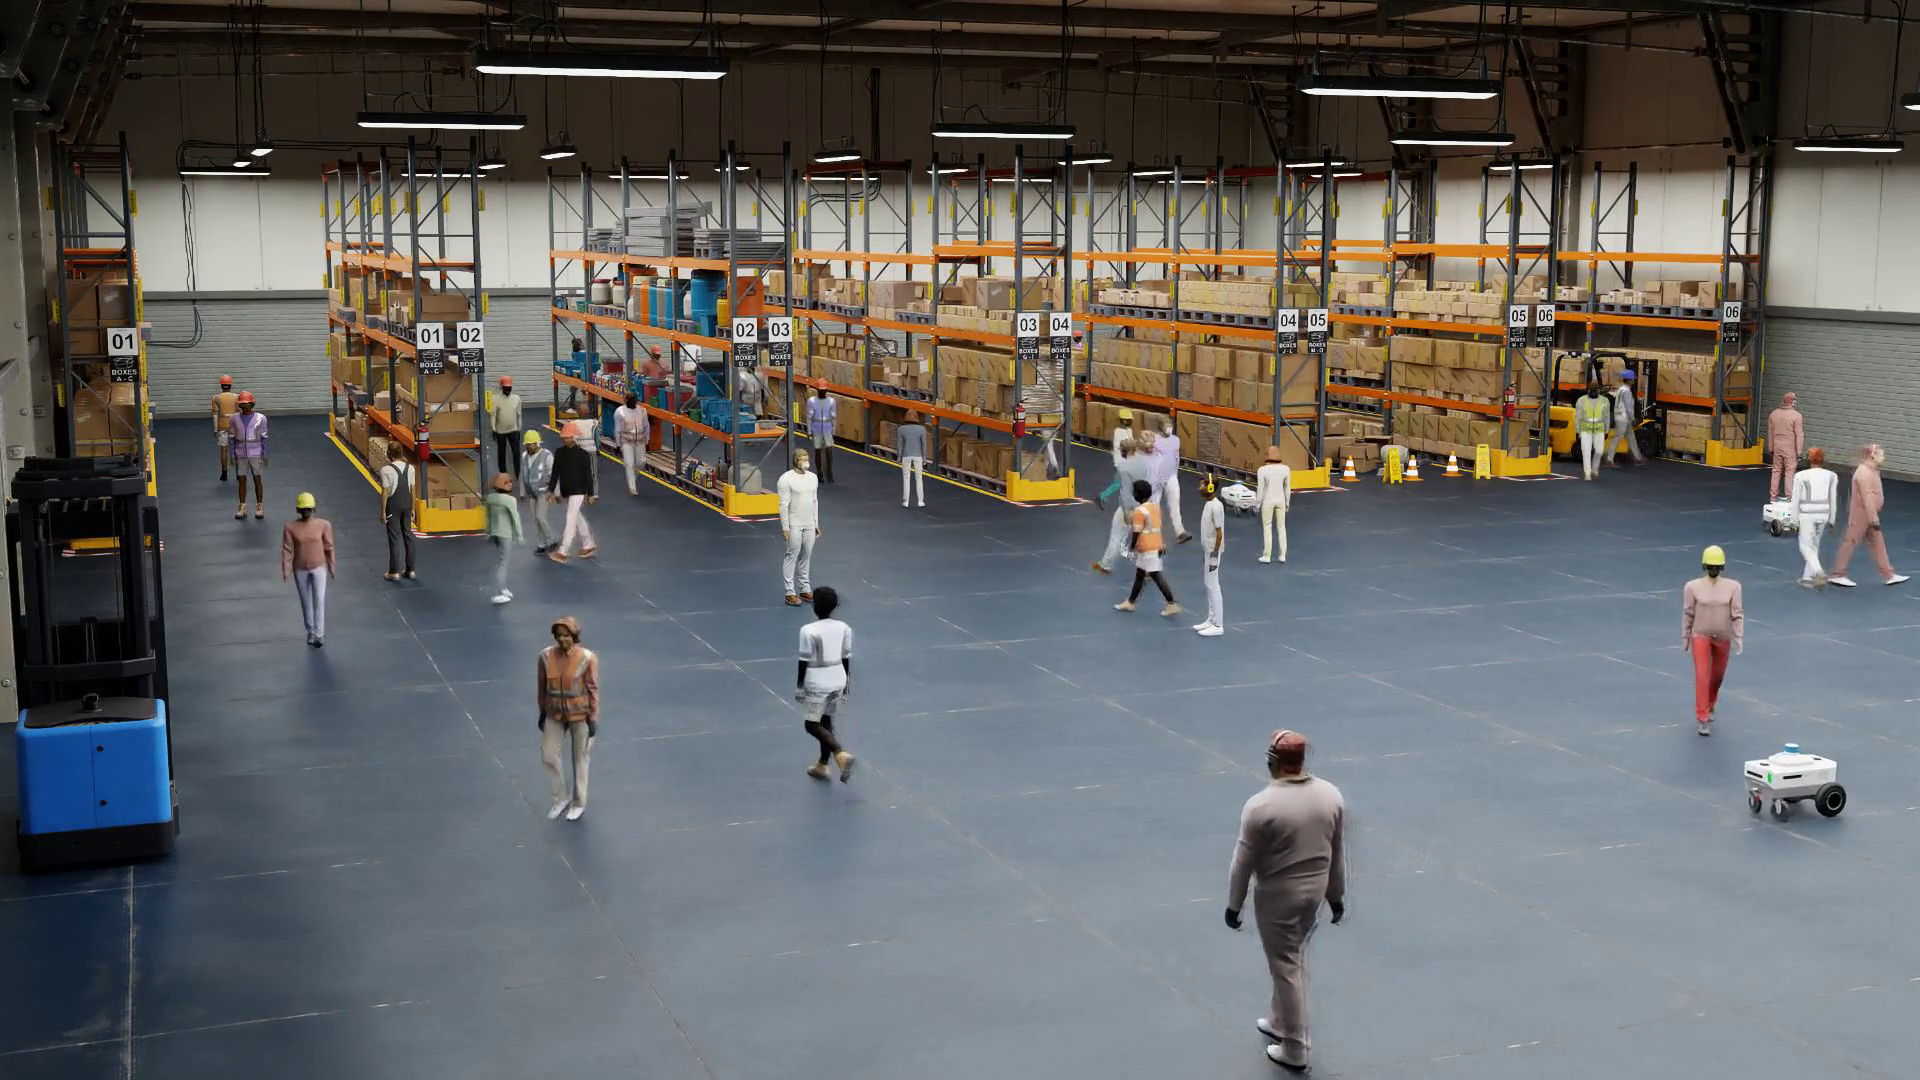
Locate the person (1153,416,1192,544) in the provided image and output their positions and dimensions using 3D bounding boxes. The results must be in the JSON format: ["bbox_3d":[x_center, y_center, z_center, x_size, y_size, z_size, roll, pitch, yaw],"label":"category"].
[{"bbox_3d":[3.033,-0.885,30.927,0.655,1.880,1.030,-5,10,-30],"label":"person"}]

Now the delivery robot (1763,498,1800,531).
[{"bbox_3d":[12.548,-0.398,31.919,0.477,0.478,0.707,-1,8,-4],"label":"delivery robot"}]

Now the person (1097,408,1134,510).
[{"bbox_3d":[2.593,-1.276,34.010,0.594,1.746,0.527,5,10,31],"label":"person"}]

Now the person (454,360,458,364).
[{"bbox_3d":[-10.706,-2.924,44.689,0.589,1.834,0.403,-6,10,-34],"label":"person"}]

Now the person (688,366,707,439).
[{"bbox_3d":[-5.798,-3.053,46.262,0.526,1.625,0.552,-5,10,-31],"label":"person"}]

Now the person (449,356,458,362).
[{"bbox_3d":[-12.235,-3.854,50.766,0.518,1.874,0.327,-4,9,-26],"label":"person"}]

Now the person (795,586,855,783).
[{"bbox_3d":[-1.093,1.221,17.563,0.644,1.673,0.537,8,12,43],"label":"person"}]

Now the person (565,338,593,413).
[{"bbox_3d":[-9.578,-4.163,52.790,0.599,1.888,0.903,6,10,35],"label":"person"}]

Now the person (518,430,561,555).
[{"bbox_3d":[-6.020,-0.675,29.829,0.602,1.803,0.452,6,10,33],"label":"person"}]

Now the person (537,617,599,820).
[{"bbox_3d":[-3.092,1.413,16.440,0.546,1.620,0.454,2,9,12],"label":"person"}]

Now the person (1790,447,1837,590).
[{"bbox_3d":[11.015,-0.272,26.956,0.584,1.859,0.806,-1,9,-6],"label":"person"}]

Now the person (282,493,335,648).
[{"bbox_3d":[-7.237,0.343,23.244,0.552,1.718,0.880,-2,9,-11],"label":"person"}]

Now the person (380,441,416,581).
[{"bbox_3d":[-7.459,-0.394,27.813,0.332,1.842,0.507,7,11,41],"label":"person"}]

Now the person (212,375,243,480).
[{"bbox_3d":[-13.535,-2.082,38.738,0.548,1.935,0.365,-4,9,-23],"label":"person"}]

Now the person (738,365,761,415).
[{"bbox_3d":[-4.800,-3.410,47.744,0.595,1.897,0.852,-2,9,-16],"label":"person"}]

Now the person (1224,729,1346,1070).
[{"bbox_3d":[1.768,1.981,11.798,0.680,1.880,0.756,-5,10,-29],"label":"person"}]

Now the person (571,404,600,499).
[{"bbox_3d":[-6.410,-1.504,35.858,0.512,1.642,0.311,-3,9,-17],"label":"person"}]

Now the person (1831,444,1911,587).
[{"bbox_3d":[11.808,-0.299,27.099,0.964,1.859,0.656,6,10,34],"label":"person"}]

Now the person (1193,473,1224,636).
[{"bbox_3d":[2.876,0.155,24.050,0.309,1.868,0.535,0,9,-3],"label":"person"}]

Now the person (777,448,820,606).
[{"bbox_3d":[-1.985,-0.176,26.023,0.372,1.940,0.632,7,11,41],"label":"person"}]

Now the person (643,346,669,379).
[{"bbox_3d":[-6.938,-3.473,48.017,0.641,1.934,1.058,-3,9,-22],"label":"person"}]

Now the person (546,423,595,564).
[{"bbox_3d":[-5.450,-0.667,29.321,0.617,1.942,1.041,6,10,35],"label":"person"}]

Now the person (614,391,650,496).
[{"bbox_3d":[-5.737,-1.706,36.599,0.647,1.826,0.526,-5,10,-28],"label":"person"}]

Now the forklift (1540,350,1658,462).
[{"bbox_3d":[12.897,-2.725,42.309,2.313,2.155,1.214,-3,9,-21],"label":"forklift"}]

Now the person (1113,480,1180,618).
[{"bbox_3d":[2.274,0.101,25.135,0.887,1.648,0.539,4,10,27],"label":"person"}]

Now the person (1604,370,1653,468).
[{"bbox_3d":[12.985,-2.339,40.556,0.982,1.899,0.614,2,9,14],"label":"person"}]

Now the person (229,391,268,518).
[{"bbox_3d":[-11.441,-1.376,33.676,0.604,2.044,0.375,-1,9,-6],"label":"person"}]

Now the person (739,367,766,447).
[{"bbox_3d":[-4.407,-2.932,44.466,0.635,1.907,1.008,-3,9,-22],"label":"person"}]

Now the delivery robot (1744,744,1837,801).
[{"bbox_3d":[6.646,1.875,16.765,0.707,0.478,0.477,-3,9,-19],"label":"delivery robot"}]

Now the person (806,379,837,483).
[{"bbox_3d":[-2.505,-1.967,38.042,0.560,1.905,0.816,-1,9,-8],"label":"person"}]

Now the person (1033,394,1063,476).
[{"bbox_3d":[1.693,-2.140,39.469,0.581,1.847,0.951,-4,9,-22],"label":"person"}]

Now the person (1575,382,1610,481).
[{"bbox_3d":[11.662,-2.014,38.638,0.636,1.827,0.447,2,9,10],"label":"person"}]

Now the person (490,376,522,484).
[{"bbox_3d":[-8.197,-1.979,37.980,0.623,1.954,0.944,-4,9,-25],"label":"person"}]

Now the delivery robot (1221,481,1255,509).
[{"bbox_3d":[4.531,-0.725,34.103,0.477,0.478,0.707,-2,9,-16],"label":"delivery robot"}]

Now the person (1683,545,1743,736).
[{"bbox_3d":[7.019,0.891,19.569,0.528,1.734,0.849,1,9,8],"label":"person"}]

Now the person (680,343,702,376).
[{"bbox_3d":[-7.006,-4.462,54.585,0.552,1.942,0.342,-2,9,-11],"label":"person"}]

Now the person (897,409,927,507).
[{"bbox_3d":[-0.806,-1.369,34.981,0.501,1.633,0.285,0,9,0],"label":"person"}]

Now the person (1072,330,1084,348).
[{"bbox_3d":[3.116,-4.583,55.404,0.361,1.938,0.546,2,9,10],"label":"person"}]

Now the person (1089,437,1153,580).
[{"bbox_3d":[2.233,-0.424,27.847,1.026,1.879,0.654,7,11,38],"label":"person"}]

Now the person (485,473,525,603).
[{"bbox_3d":[-5.666,-0.036,26.164,0.500,1.616,0.570,7,11,39],"label":"person"}]

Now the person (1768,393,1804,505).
[{"bbox_3d":[13.852,-1.515,35.058,0.406,1.904,0.654,-5,10,-29],"label":"person"}]

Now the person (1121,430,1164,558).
[{"bbox_3d":[2.518,-0.606,29.077,0.638,1.880,0.729,-3,9,-20],"label":"person"}]

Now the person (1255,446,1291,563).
[{"bbox_3d":[4.366,-0.502,29.203,0.507,1.631,0.266,-2,9,-14],"label":"person"}]

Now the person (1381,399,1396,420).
[{"bbox_3d":[9.894,-3.422,48.350,0.483,1.737,0.321,8,12,43],"label":"person"}]

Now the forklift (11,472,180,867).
[{"bbox_3d":[-6.630,0.886,15.957,1.129,2.768,1.873,-3,9,-21],"label":"forklift"}]
